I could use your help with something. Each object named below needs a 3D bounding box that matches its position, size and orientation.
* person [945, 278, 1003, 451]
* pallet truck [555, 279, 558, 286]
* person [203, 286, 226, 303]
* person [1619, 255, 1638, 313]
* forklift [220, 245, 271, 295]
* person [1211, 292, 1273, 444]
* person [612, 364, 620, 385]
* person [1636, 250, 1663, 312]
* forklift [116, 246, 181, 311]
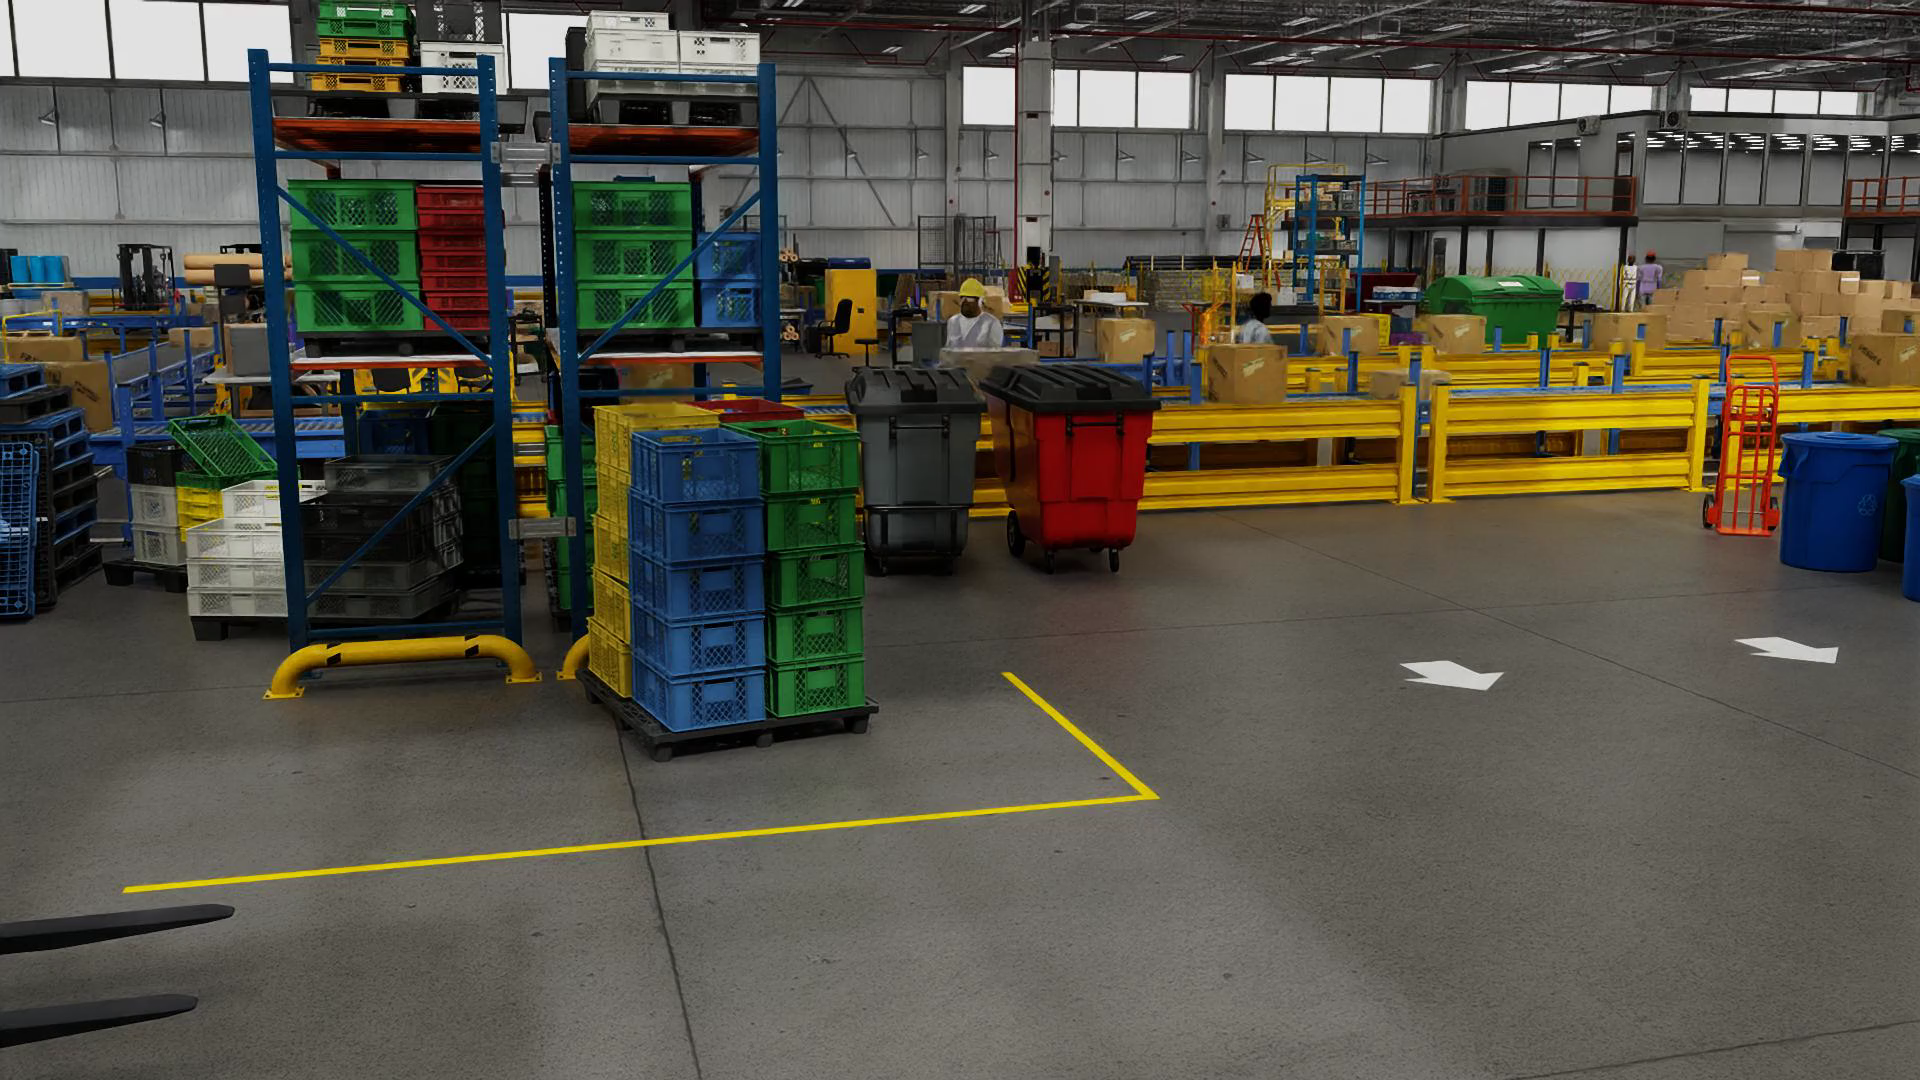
[{"bbox_3d":[0.096,-1.448,15.108,0.591,1.837,0.403,6,12,29],"label":"person"},{"bbox_3d":[-10.604,-6.375,44.520,0.653,1.274,1.630,-3,10,-15],"label":"pallet truck"},{"bbox_3d":[-16.623,-5.344,37.179,0.591,1.834,0.404,4,11,23],"label":"person"},{"bbox_3d":[19.438,-7.331,48.292,0.585,1.879,0.344,0,10,-2],"label":"person"},{"bbox_3d":[-17.749,-6.334,41.440,1.157,1.987,2.680,-3,10,-17],"label":"forklift"},{"bbox_3d":[2.949,-1.691,16.940,0.709,1.674,0.543,-2,10,-9],"label":"person"},{"bbox_3d":[-4.844,-3.025,24.310,0.765,1.739,0.518,1,10,7],"label":"person"},{"bbox_3d":[17.178,-6.208,41.504,0.605,2.034,0.397,4,11,23],"label":"person"},{"bbox_3d":[-19.966,-6.232,40.894,1.157,1.987,2.680,-3,10,-15],"label":"forklift"}]
